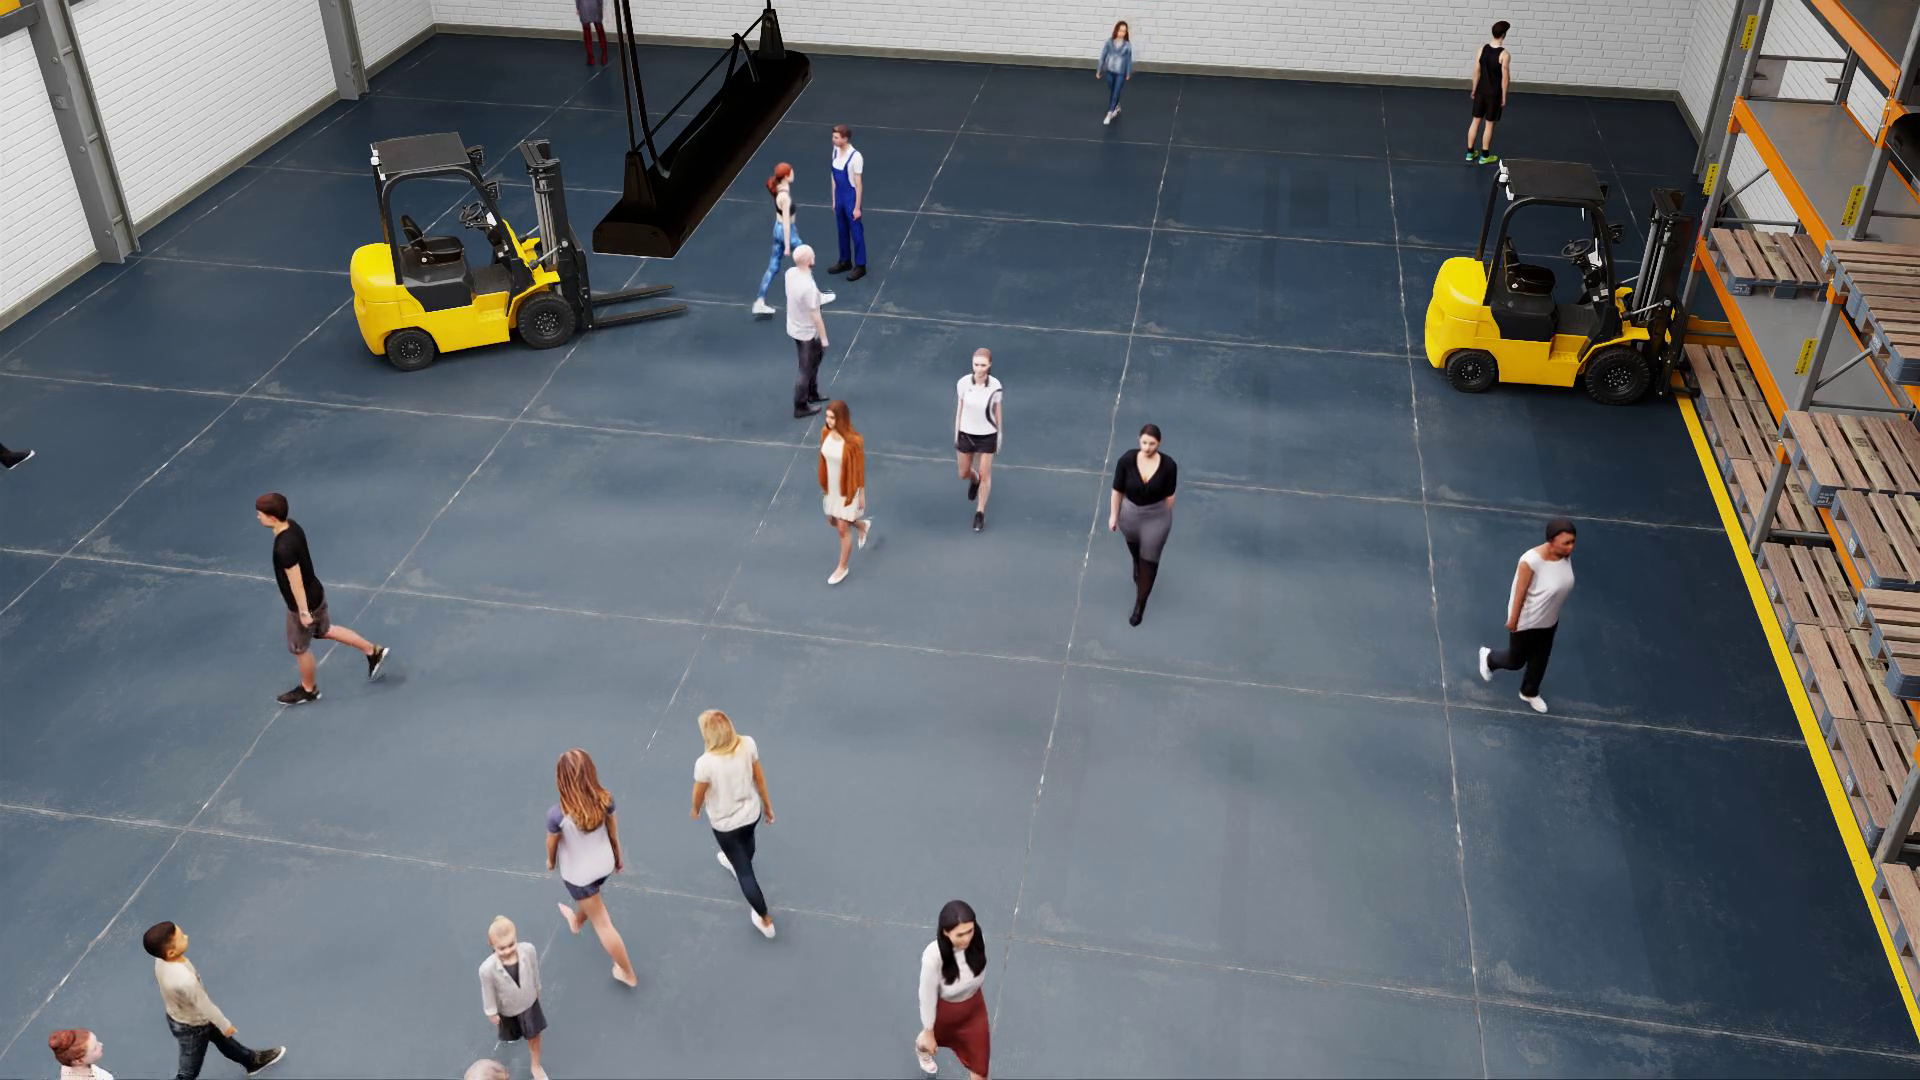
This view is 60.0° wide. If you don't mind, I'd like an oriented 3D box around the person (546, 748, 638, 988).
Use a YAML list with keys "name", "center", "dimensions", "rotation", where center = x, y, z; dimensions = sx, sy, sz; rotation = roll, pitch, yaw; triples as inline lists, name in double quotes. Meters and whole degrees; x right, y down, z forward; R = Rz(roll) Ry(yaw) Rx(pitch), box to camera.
- name: "person"
  center: [-2.255, 2.105, 10.310]
  dimensions: [1.040, 1.662, 1.090]
  rotation: [29, 43, 36]

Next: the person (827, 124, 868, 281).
- name: "person"
  center: [-1.288, -3.930, 19.222]
  dimensions: [0.756, 1.848, 0.723]
  rotation: [-28, 43, -36]

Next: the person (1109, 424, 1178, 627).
- name: "person"
  center: [1.515, -0.227, 13.779]
  dimensions: [0.724, 1.706, 1.129]
  rotation: [9, 35, 13]

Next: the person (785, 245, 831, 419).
- name: "person"
  center: [-1.612, -2.032, 16.392]
  dimensions: [0.894, 1.819, 0.818]
  rotation: [-16, 37, -22]

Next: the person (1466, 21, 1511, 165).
- name: "person"
  center: [7.096, -6.002, 22.299]
  dimensions: [0.795, 1.892, 0.774]
  rotation: [-28, 43, -35]

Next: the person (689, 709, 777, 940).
- name: "person"
  center: [-1.379, 1.846, 10.602]
  dimensions: [1.043, 1.772, 1.050]
  rotation: [-24, 40, -31]

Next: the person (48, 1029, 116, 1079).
- name: "person"
  center: [-4.484, 3.191, 8.570]
  dimensions: [0.758, 1.779, 0.811]
  rotation: [27, 42, 35]

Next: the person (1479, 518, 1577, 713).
- name: "person"
  center: [4.359, 0.529, 12.671]
  dimensions: [0.933, 1.674, 1.002]
  rotation: [-19, 38, -26]

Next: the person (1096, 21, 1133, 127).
- name: "person"
  center: [2.246, -6.676, 23.724]
  dimensions: [0.770, 1.437, 1.076]
  rotation: [16, 37, 22]

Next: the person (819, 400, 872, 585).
- name: "person"
  center: [-0.937, -0.471, 14.149]
  dimensions: [0.854, 1.703, 1.028]
  rotation: [21, 39, 29]

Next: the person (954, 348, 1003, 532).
- name: "person"
  center: [0.173, -0.953, 14.838]
  dimensions: [0.580, 1.743, 0.794]
  rotation: [5, 34, 7]

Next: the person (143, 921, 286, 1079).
- name: "person"
  center: [-4.452, 2.786, 9.492]
  dimensions: [1.055, 1.433, 0.925]
  rotation: [-27, 42, -35]

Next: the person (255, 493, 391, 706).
- name: "person"
  center: [-4.902, 0.434, 12.667]
  dimensions: [1.055, 1.837, 1.161]
  rotation: [-9, 35, -14]

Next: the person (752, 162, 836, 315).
- name: "person"
  center: [-2.003, -3.272, 18.335]
  dimensions: [1.145, 1.734, 1.189]
  rotation: [-16, 37, -22]

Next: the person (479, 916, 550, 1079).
- name: "person"
  center: [-2.645, 2.672, 9.819]
  dimensions: [0.780, 1.261, 0.853]
  rotation: [-19, 38, -26]

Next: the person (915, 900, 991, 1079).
- name: "person"
  center: [-0.084, 2.663, 9.433]
  dimensions: [1.062, 1.704, 1.177]
  rotation: [-18, 38, -25]

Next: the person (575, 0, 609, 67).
- name: "person"
  center: [-5.754, -8.263, 25.867]
  dimensions: [0.669, 1.708, 0.679]
  rotation: [-12, 36, -18]
